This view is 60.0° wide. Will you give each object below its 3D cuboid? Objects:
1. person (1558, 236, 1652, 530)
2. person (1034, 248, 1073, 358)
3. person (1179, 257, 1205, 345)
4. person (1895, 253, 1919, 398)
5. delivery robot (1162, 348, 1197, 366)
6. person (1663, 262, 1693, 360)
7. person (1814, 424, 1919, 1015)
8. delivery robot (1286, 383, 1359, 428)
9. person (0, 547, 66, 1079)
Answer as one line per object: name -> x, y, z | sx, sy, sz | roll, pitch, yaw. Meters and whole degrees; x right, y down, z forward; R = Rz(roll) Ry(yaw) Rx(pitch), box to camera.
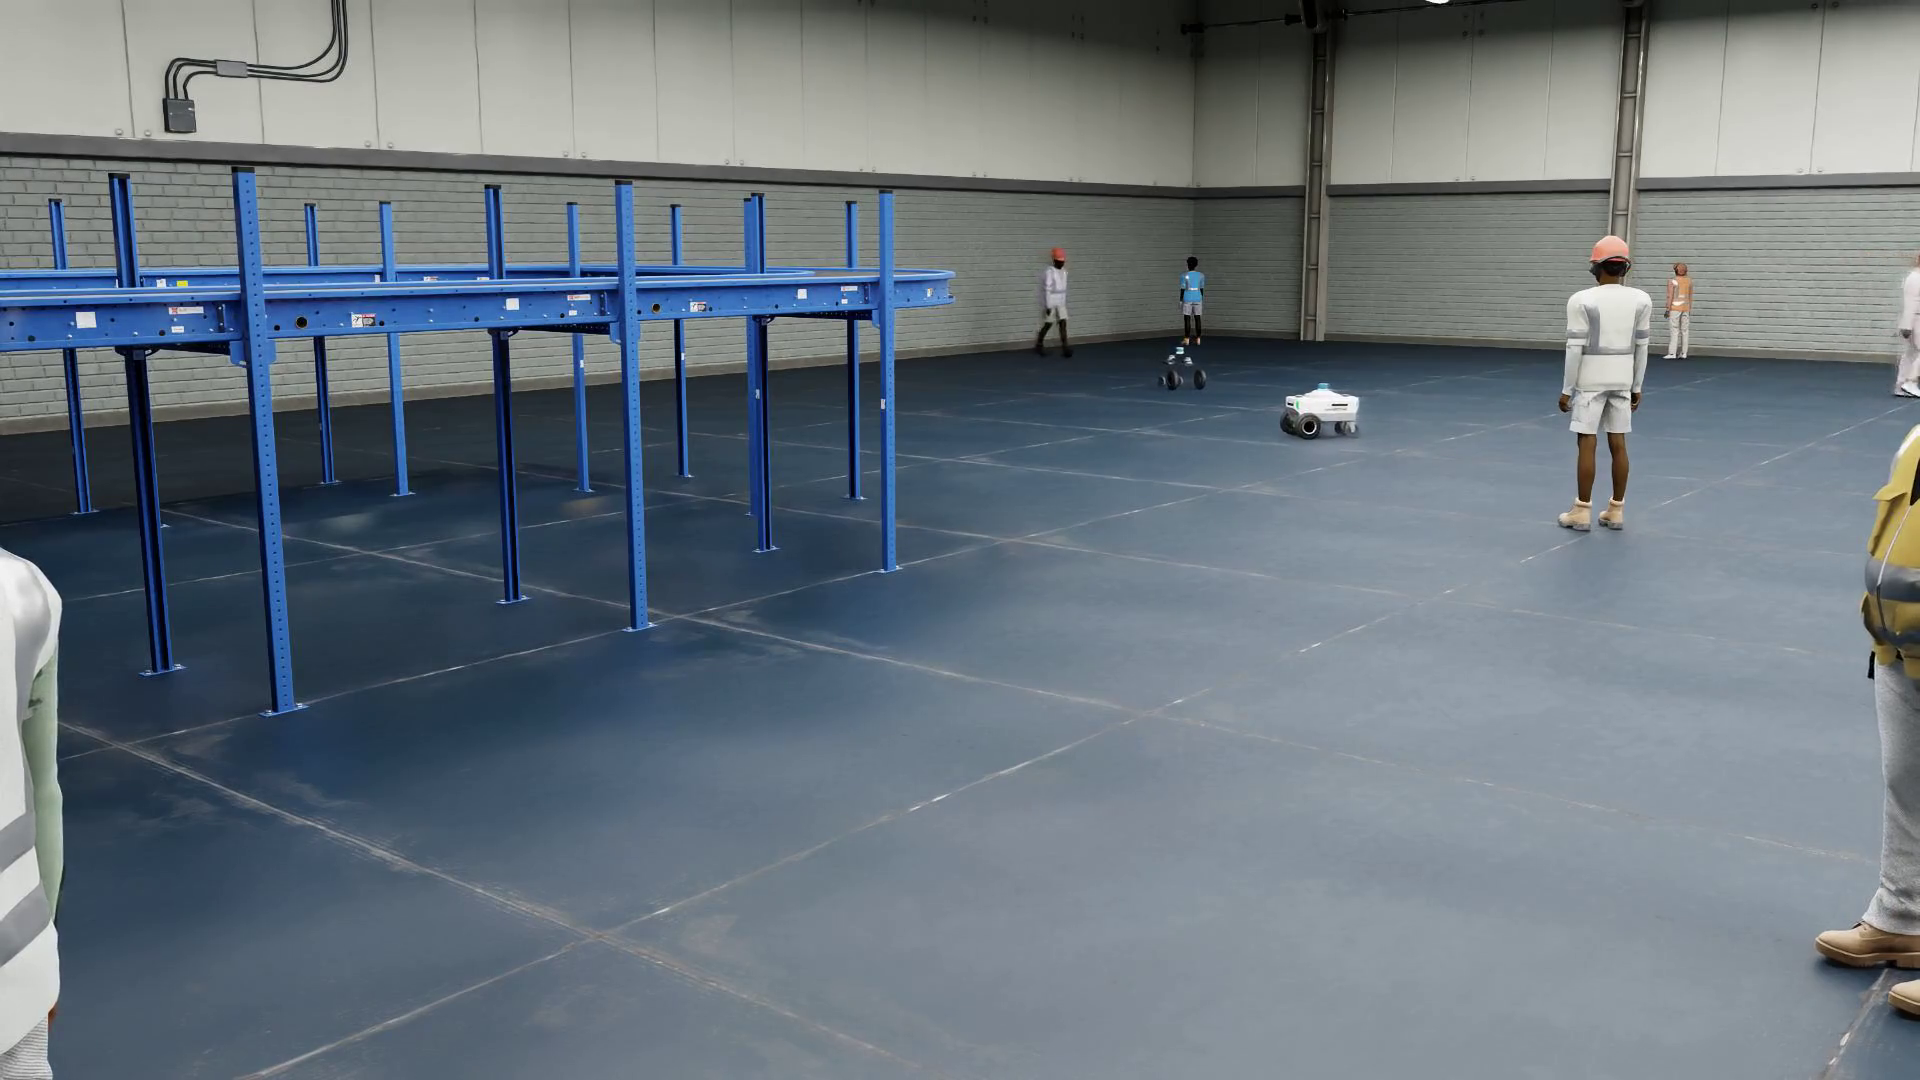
person -> 4.499, -1.097, 11.669 | 0.611, 2.043, 0.375 | -2, 10, -8
person -> 1.637, -4.119, 28.895 | 0.551, 1.885, 0.943 | -9, 14, -41
person -> 4.467, -4.610, 32.092 | 0.532, 1.697, 0.319 | -4, 11, -20
person -> 12.351, -2.768, 21.365 | 0.521, 1.889, 0.647 | 6, 12, 32
delivery robot -> 3.027, -2.533, 22.889 | 0.335, 0.223, 0.698 | -3, 11, -17
person -> 12.198, -3.887, 28.243 | 0.515, 1.641, 0.315 | -3, 11, -17
person -> 2.608, 0.318, 4.392 | 0.429, 1.841, 0.633 | -1, 10, -3
delivery robot -> 3.755, -1.383, 17.237 | 0.707, 0.478, 0.477 | -2, 10, -10
person -> -1.457, 0.650, 2.253 | 0.391, 1.948, 0.605 | 2, 10, 12
